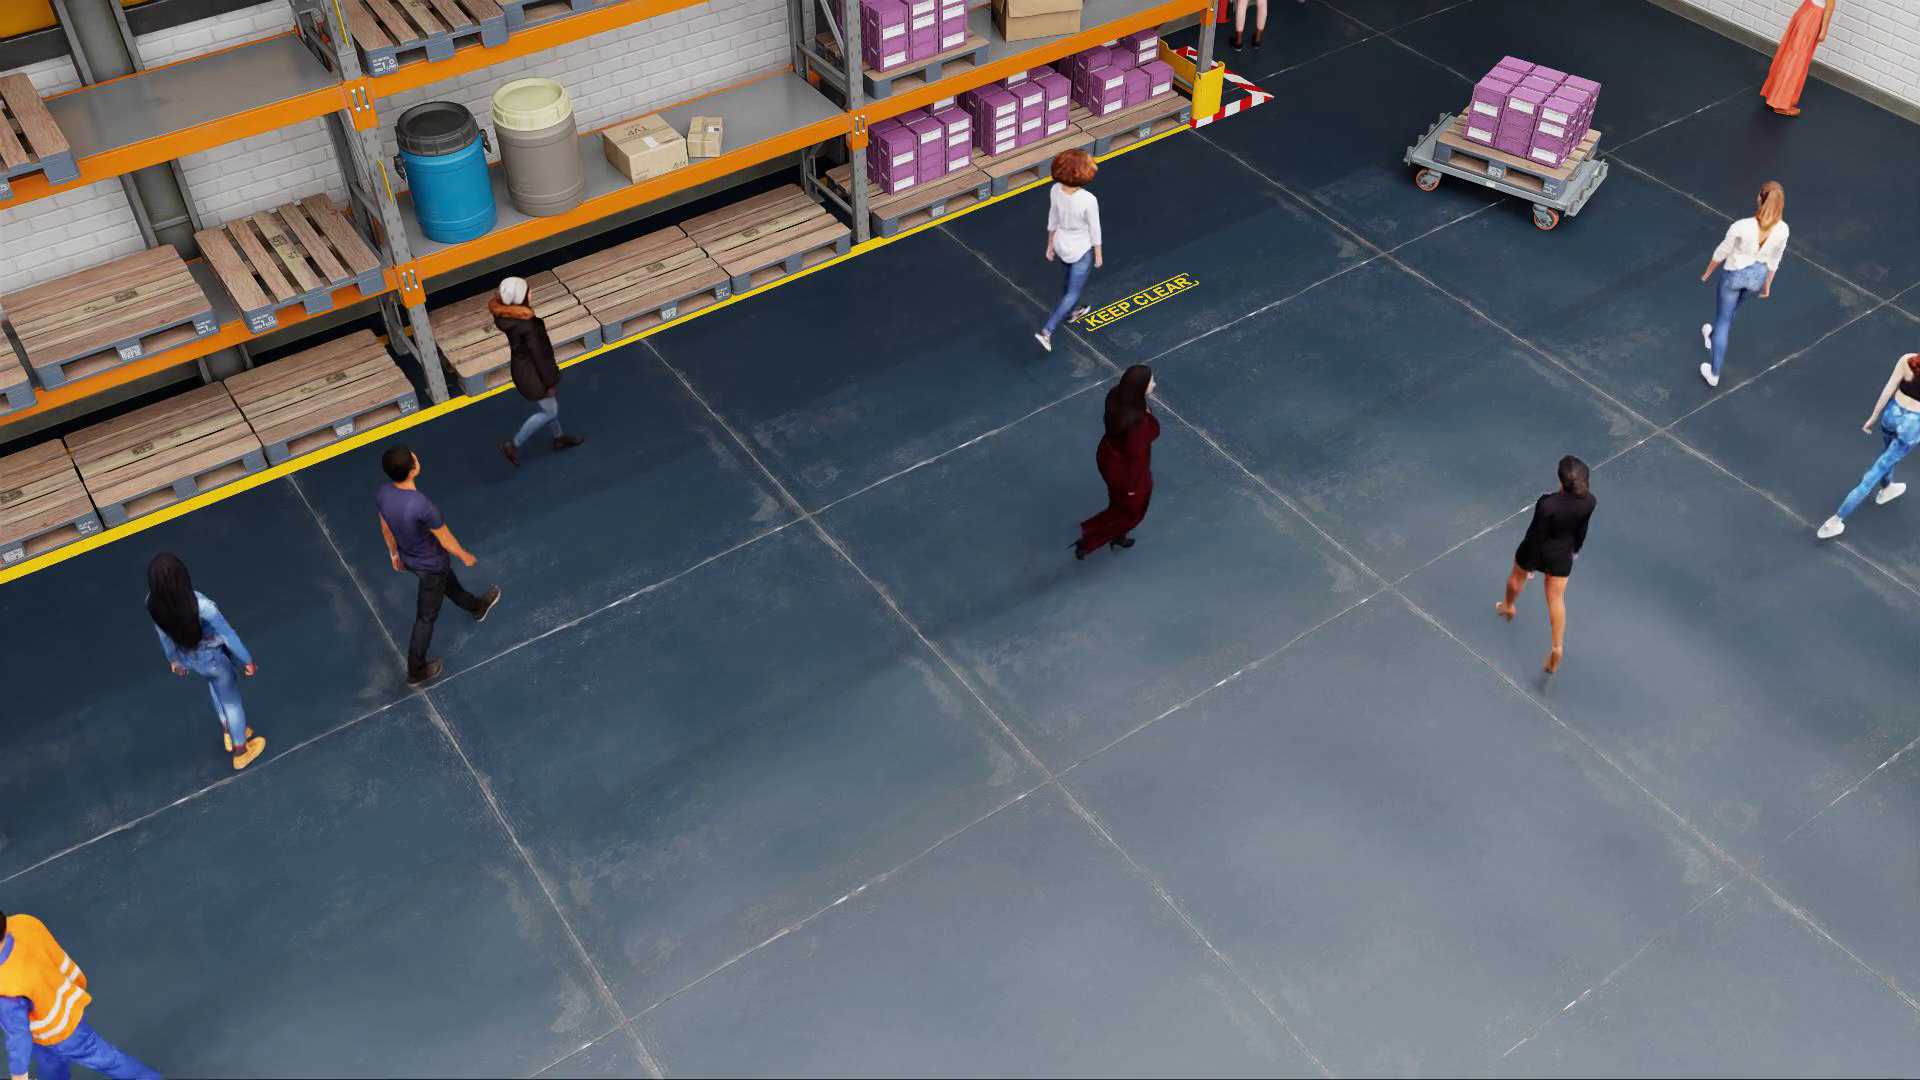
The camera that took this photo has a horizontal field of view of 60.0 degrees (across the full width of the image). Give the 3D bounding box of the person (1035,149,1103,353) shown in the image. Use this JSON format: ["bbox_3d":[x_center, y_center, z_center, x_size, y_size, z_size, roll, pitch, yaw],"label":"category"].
[{"bbox_3d":[0.853,-2.307,13.339,1.100,1.688,0.741,-34,53,-31],"label":"person"}]

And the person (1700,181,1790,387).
[{"bbox_3d":[6.108,-1.953,12.965,1.004,1.691,1.015,1,44,1],"label":"person"}]

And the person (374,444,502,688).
[{"bbox_3d":[-3.484,0.203,10.668,0.947,1.738,1.262,24,48,23],"label":"person"}]

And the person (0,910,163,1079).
[{"bbox_3d":[-4.428,2.370,8.323,1.135,1.835,0.918,-12,45,-12],"label":"person"}]

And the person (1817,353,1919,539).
[{"bbox_3d":[6.509,-0.703,11.624,1.209,1.731,0.624,-23,48,-23],"label":"person"}]

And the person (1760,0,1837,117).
[{"bbox_3d":[8.222,-5.011,16.094,0.767,1.803,0.723,3,44,3],"label":"person"}]

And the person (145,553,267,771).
[{"bbox_3d":[-4.610,0.802,10.066,0.768,1.700,0.822,10,44,10],"label":"person"}]

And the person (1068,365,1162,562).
[{"bbox_3d":[1.043,-0.471,11.376,0.923,1.737,0.799,-15,46,-15],"label":"person"}]

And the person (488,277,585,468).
[{"bbox_3d":[-3.193,-1.212,12.237,0.896,1.622,0.658,-24,49,-23],"label":"person"}]

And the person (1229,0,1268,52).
[{"bbox_3d":[3.026,-5.882,17.068,0.641,1.720,0.755,-3,44,-3],"label":"person"}]

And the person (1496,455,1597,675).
[{"bbox_3d":[3.857,0.167,10.797,1.046,1.611,0.954,-4,44,-4],"label":"person"}]
